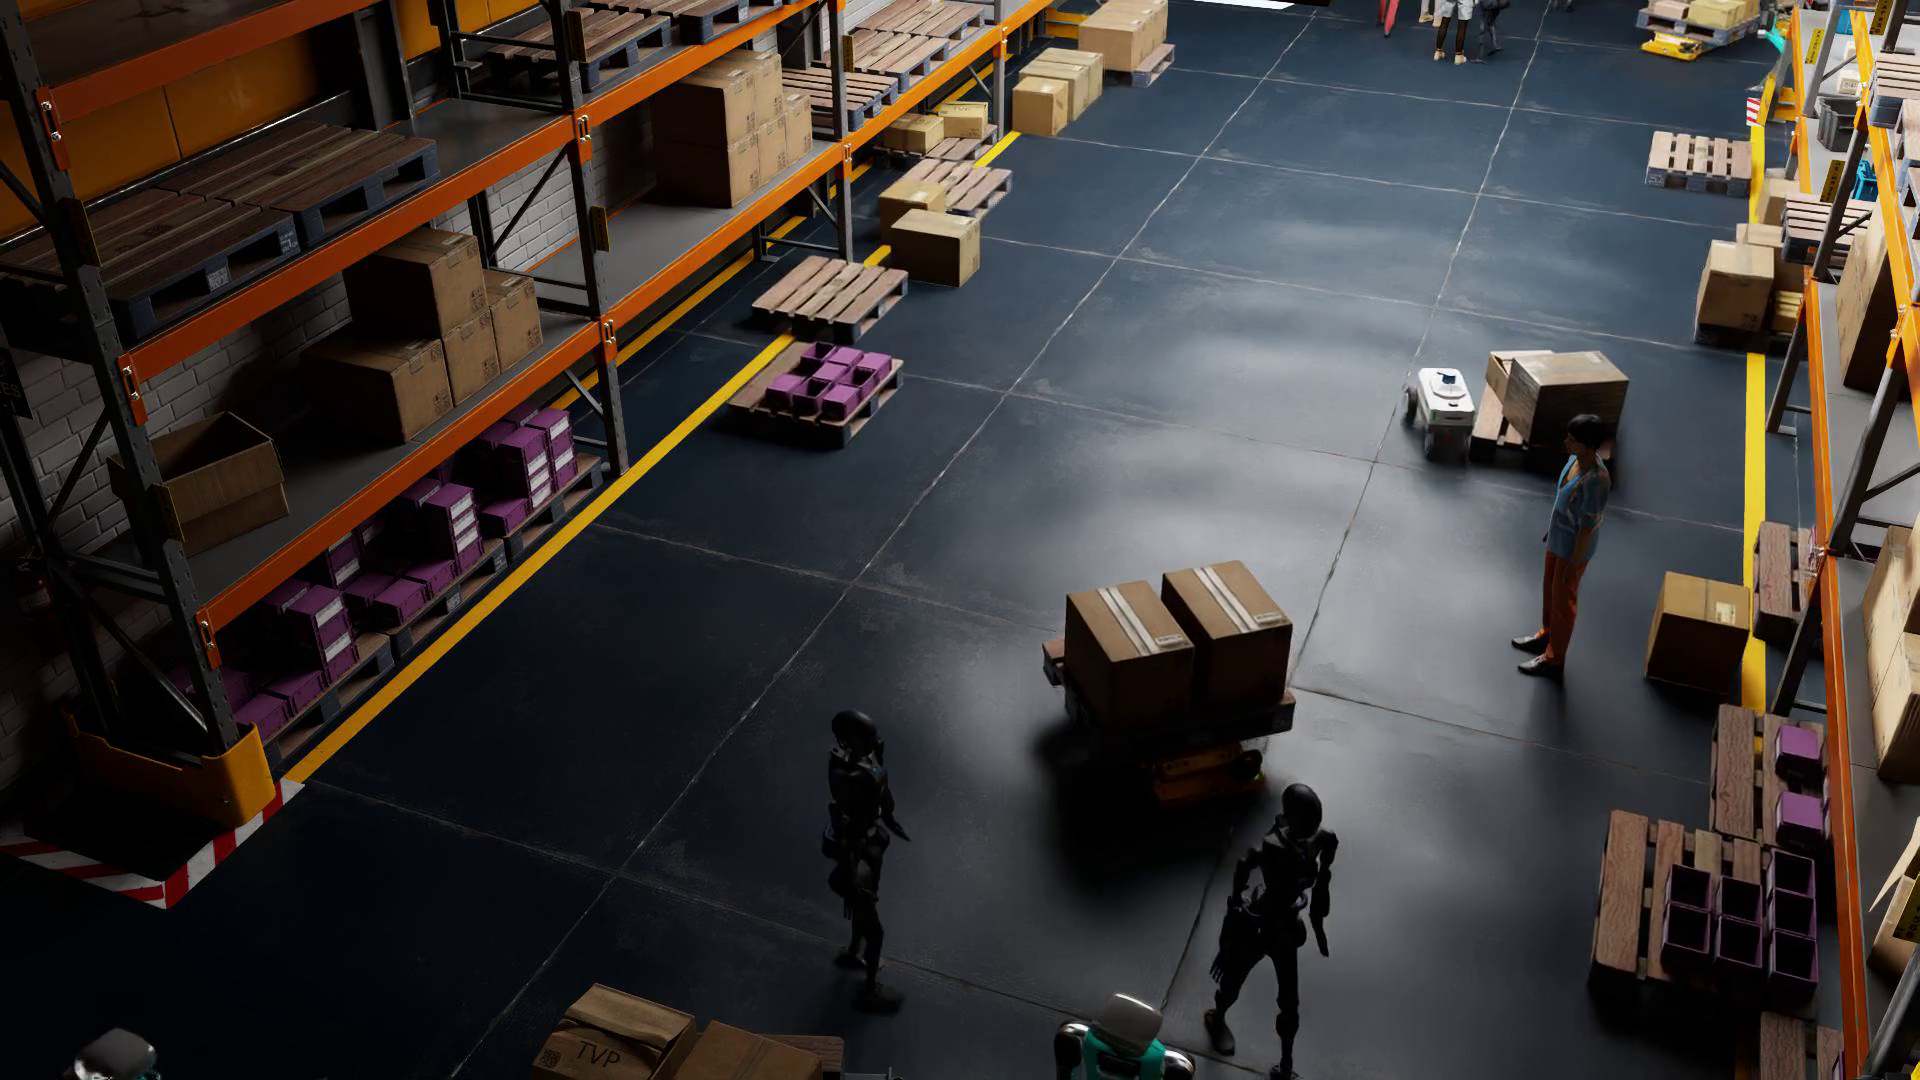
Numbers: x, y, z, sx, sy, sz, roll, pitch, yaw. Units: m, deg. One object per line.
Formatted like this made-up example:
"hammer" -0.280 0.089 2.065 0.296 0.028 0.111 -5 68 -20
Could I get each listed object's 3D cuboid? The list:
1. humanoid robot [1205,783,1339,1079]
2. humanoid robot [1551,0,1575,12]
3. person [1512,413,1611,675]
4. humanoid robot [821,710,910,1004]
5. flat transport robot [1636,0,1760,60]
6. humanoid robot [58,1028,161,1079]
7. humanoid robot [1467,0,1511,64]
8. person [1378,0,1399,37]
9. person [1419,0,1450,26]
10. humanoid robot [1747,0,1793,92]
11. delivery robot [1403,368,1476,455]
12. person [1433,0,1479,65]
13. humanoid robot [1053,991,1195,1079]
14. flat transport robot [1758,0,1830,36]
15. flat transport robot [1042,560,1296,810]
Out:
"humanoid robot" 1.436 1.798 7.526 0.600 1.626 0.677 -15 36 -22
"humanoid robot" 8.384 -8.123 22.866 0.589 1.656 0.346 21 38 29
"person" 3.707 0.024 10.185 0.339 1.759 0.499 2 33 3
"humanoid robot" -0.413 1.489 7.994 0.515 1.654 0.603 12 35 17
"flat transport robot" 9.584 -6.570 21.759 1.431 0.231 0.659 -27 41 -35
"humanoid robot" -2.931 2.427 6.495 0.542 1.761 0.922 11 35 17
"humanoid robot" 6.733 -6.867 20.926 0.610 1.648 0.375 -18 37 -26
"person" 5.764 -7.607 22.030 0.511 1.713 0.885 11 34 16
"person" 6.482 -7.823 22.307 0.316 1.777 0.480 -19 37 -27
"humanoid robot" 9.741 -6.148 19.768 0.760 1.777 0.537 18 37 25
"delivery robot" 3.765 -1.054 12.932 0.499 0.565 0.745 2 33 3
"person" 6.270 -6.841 20.871 0.535 1.691 0.318 22 39 30
"humanoid robot" 0.516 2.527 6.239 0.532 1.689 0.744 12 35 17
"flat transport robot" 10.980 -7.152 22.660 0.659 0.231 1.431 -8 34 -13
"flat transport robot" 1.221 1.041 9.980 0.659 0.231 1.431 -10 34 -15
